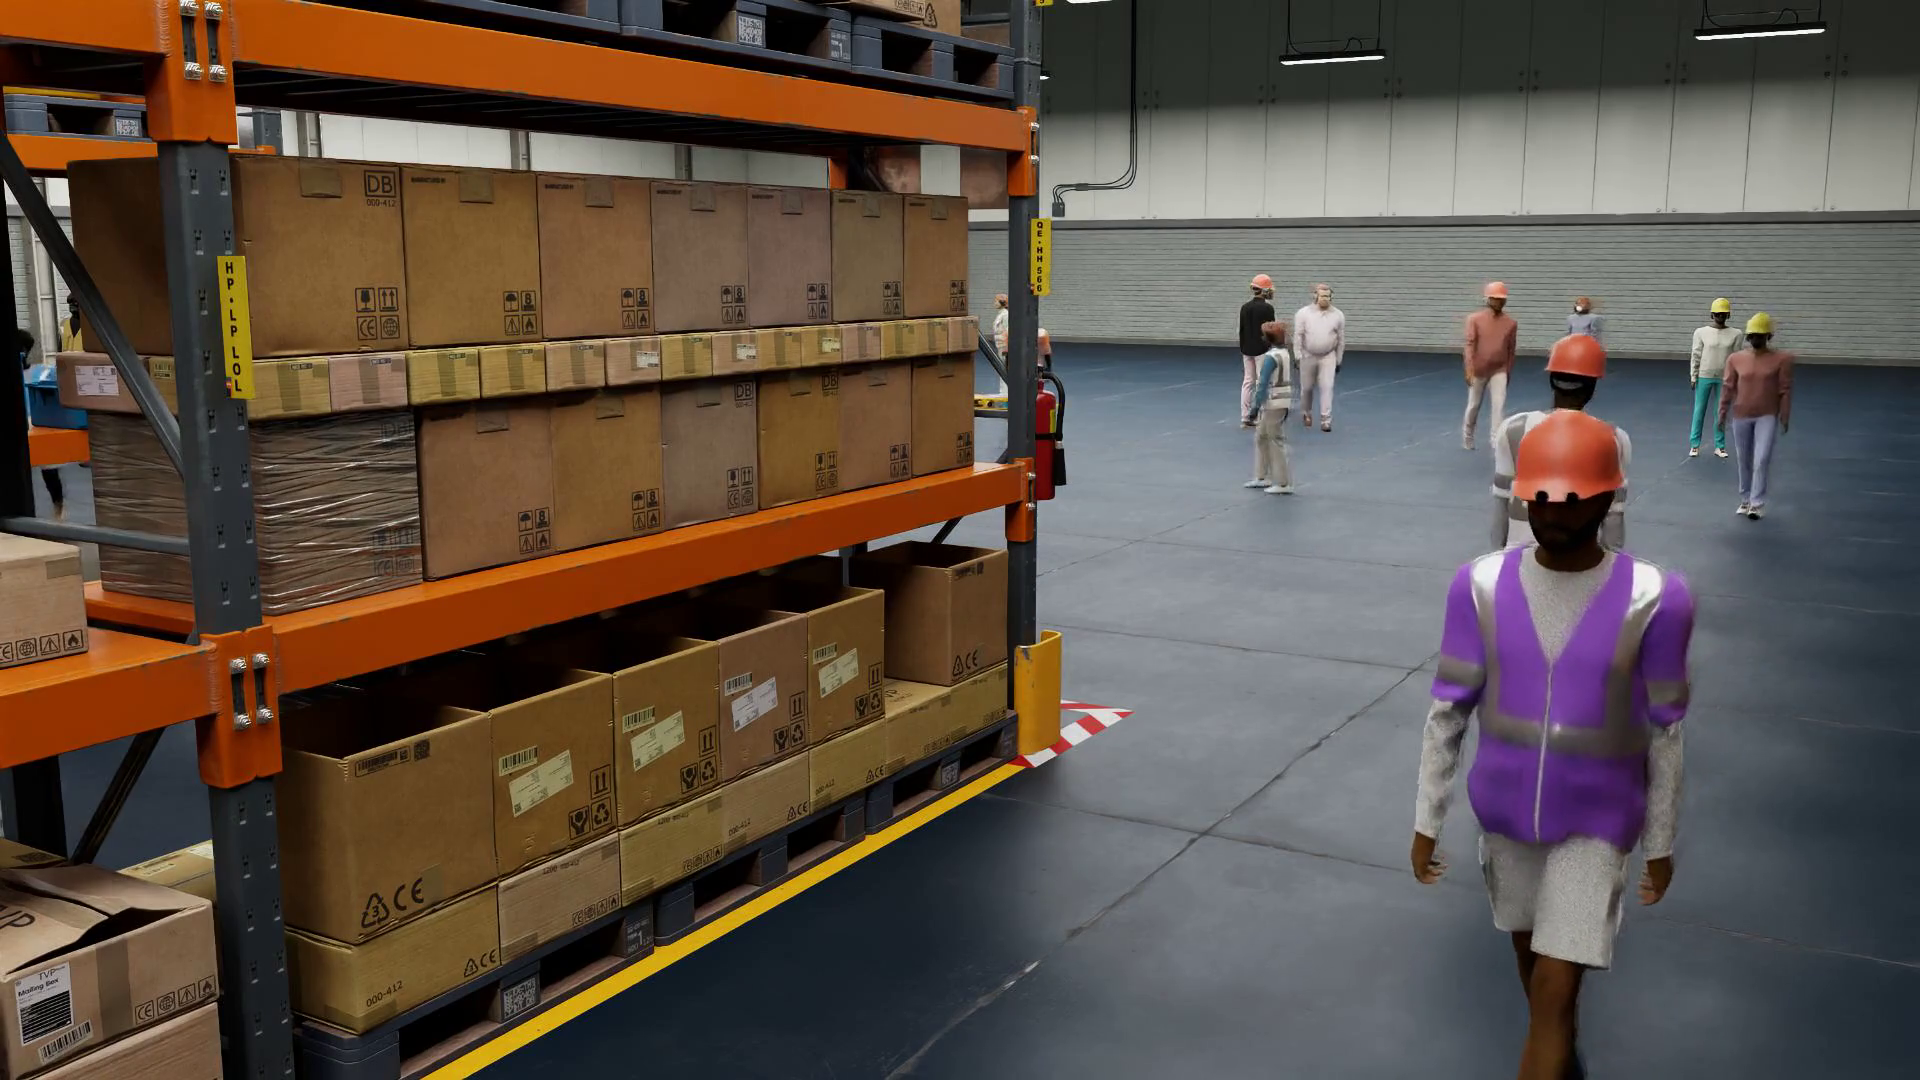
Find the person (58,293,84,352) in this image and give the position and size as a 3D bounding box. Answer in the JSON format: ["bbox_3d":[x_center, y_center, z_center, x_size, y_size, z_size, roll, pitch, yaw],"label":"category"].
[{"bbox_3d":[-9.742,-1.845,18.522,0.636,1.842,0.429,1,10,7],"label":"person"}]

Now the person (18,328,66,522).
[{"bbox_3d":[-7.262,-0.823,12.994,0.549,1.685,0.598,-3,10,-17],"label":"person"}]

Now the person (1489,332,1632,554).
[{"bbox_3d":[2.468,0.098,6.932,0.557,1.916,0.656,5,11,29],"label":"person"}]

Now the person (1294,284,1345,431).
[{"bbox_3d":[4.631,-2.363,21.473,0.644,1.871,0.858,2,10,9],"label":"person"}]

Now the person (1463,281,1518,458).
[{"bbox_3d":[5.931,-1.929,18.706,0.606,1.962,0.987,0,10,2],"label":"person"}]

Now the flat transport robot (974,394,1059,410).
[{"bbox_3d":[0.709,-1.984,23.928,1.431,0.197,0.652,-4,11,-24],"label":"flat transport robot"}]

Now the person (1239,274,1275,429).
[{"bbox_3d":[3.847,-2.414,21.406,0.382,1.994,0.613,-6,11,-32],"label":"person"}]

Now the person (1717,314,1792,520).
[{"bbox_3d":[6.720,-1.037,14.117,0.550,1.726,0.848,7,12,36],"label":"person"}]

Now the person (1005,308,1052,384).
[{"bbox_3d":[0.850,-2.006,19.951,0.555,1.663,0.771,3,10,18],"label":"person"}]

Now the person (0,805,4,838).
[{"bbox_3d":[-3.767,0.283,6.007,0.575,1.871,0.380,6,11,30],"label":"person"}]

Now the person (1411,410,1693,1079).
[{"bbox_3d":[1.388,0.628,3.934,0.566,1.886,1.012,7,12,34],"label":"person"}]

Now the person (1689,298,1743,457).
[{"bbox_3d":[8.381,-1.796,18.461,0.524,1.769,0.309,2,10,12],"label":"person"}]

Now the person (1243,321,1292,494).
[{"bbox_3d":[2.858,-1.236,15.624,0.624,1.619,0.518,4,11,24],"label":"person"}]

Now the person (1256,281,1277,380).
[{"bbox_3d":[5.443,-3.702,29.516,0.547,1.826,0.597,1,10,8],"label":"person"}]

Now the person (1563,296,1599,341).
[{"bbox_3d":[9.390,-2.894,25.317,0.699,1.606,0.533,-8,13,-39],"label":"person"}]

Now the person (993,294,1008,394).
[{"bbox_3d":[0.677,-3.013,25.950,0.315,1.641,0.515,-1,10,-7],"label":"person"}]

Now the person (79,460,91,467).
[{"bbox_3d":[-9.049,-1.743,17.897,0.644,1.860,1.004,3,10,19],"label":"person"}]
